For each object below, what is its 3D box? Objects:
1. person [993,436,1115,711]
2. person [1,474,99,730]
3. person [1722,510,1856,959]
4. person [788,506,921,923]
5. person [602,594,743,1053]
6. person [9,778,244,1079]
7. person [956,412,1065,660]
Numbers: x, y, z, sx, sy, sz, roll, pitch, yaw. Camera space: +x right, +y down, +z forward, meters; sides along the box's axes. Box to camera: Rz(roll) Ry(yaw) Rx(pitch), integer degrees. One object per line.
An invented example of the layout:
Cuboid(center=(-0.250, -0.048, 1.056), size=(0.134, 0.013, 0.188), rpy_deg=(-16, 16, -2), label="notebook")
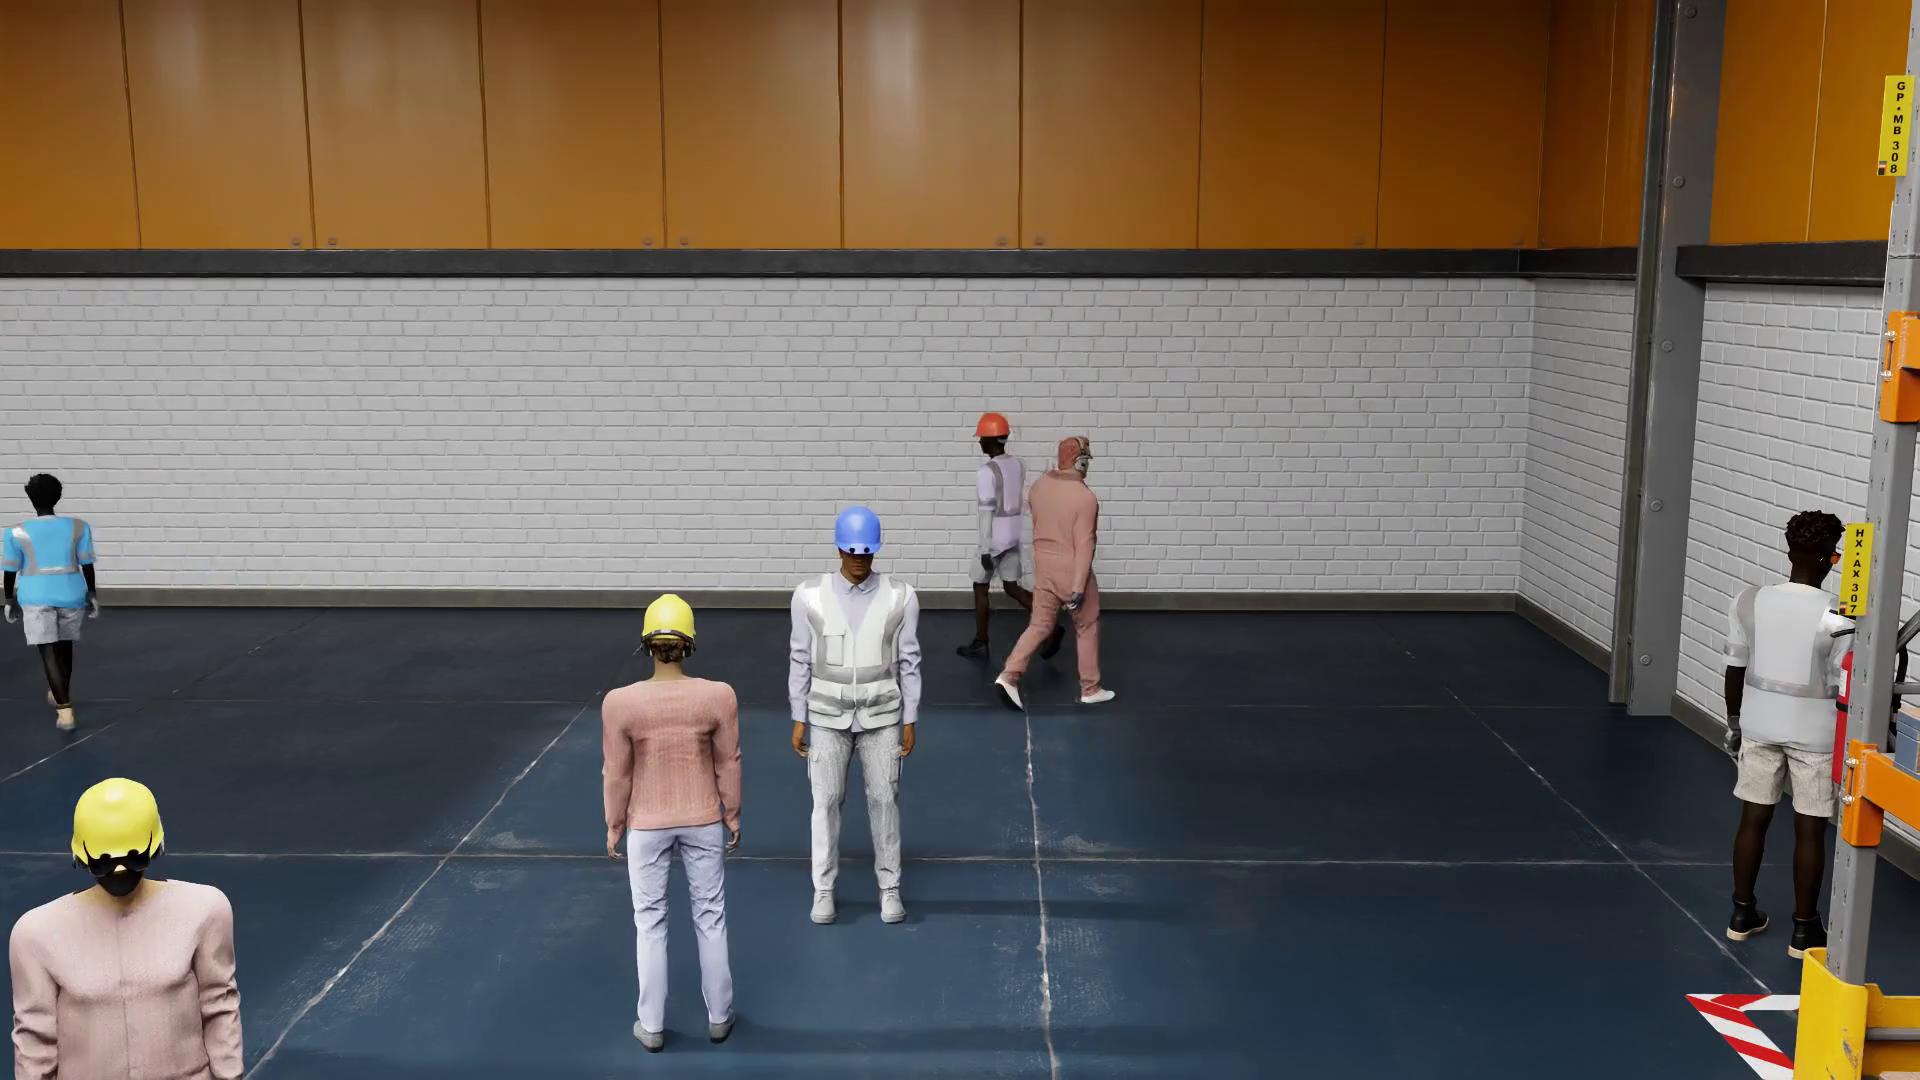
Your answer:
Cuboid(center=(0.649, 0.230, 11.220), size=(0.889, 1.872, 0.640), rpy_deg=(-8, 13, -41), label="person")
Cuboid(center=(-5.969, 0.389, 10.913), size=(0.546, 1.648, 0.861), rpy_deg=(-8, 13, -41), label="person")
Cuboid(center=(3.649, 0.838, 7.274), size=(0.361, 1.964, 0.613), rpy_deg=(-8, 12, -39), label="person")
Cuboid(center=(-0.480, 0.799, 7.596), size=(0.608, 1.939, 0.407), rpy_deg=(-1, 9, -4), label="person")
Cuboid(center=(-1.103, 1.083, 6.408), size=(0.533, 1.767, 0.326), rpy_deg=(-3, 10, -15), label="person")
Cuboid(center=(-2.094, 1.450, 4.236), size=(0.523, 1.760, 0.325), rpy_deg=(-6, 11, -30), label="person")
Cuboid(center=(0.370, -0.006, 12.538), size=(0.813, 1.914, 0.551), rpy_deg=(7, 12, 38), label="person")
